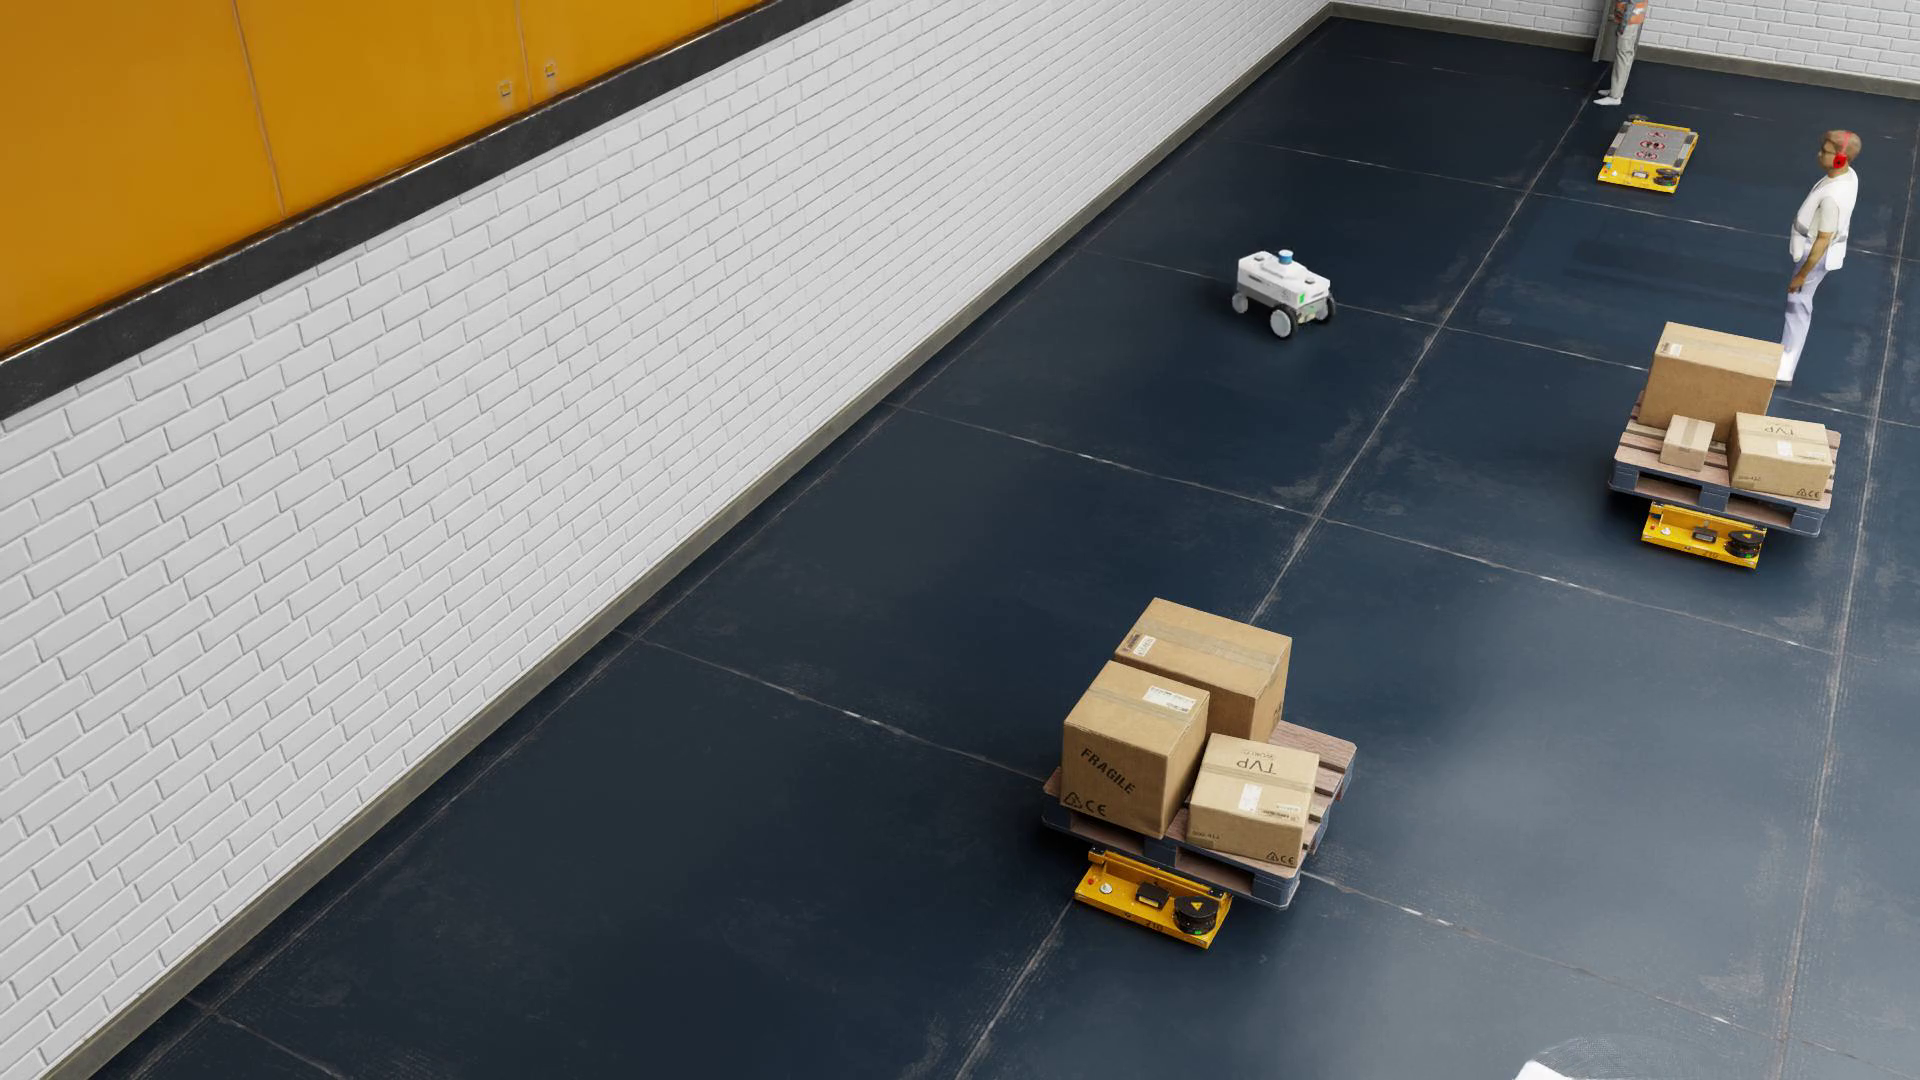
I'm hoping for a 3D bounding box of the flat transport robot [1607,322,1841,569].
[{"bbox_3d":[4.755,-0.320,10.454,0.659,0.231,1.431,17,37,23],"label":"flat transport robot"}]

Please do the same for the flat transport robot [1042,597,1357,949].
[{"bbox_3d":[1.147,1.328,8.002,0.659,0.231,1.431,17,37,23],"label":"flat transport robot"}]

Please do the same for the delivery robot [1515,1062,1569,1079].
[{"bbox_3d":[2.424,2.338,6.258,0.784,0.612,0.520,24,41,31],"label":"delivery robot"}]

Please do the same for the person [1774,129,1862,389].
[{"bbox_3d":[5.838,-1.913,11.407,0.390,1.849,0.565,16,37,23],"label":"person"}]

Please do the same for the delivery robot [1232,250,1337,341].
[{"bbox_3d":[2.429,-1.898,12.518,0.499,0.565,0.745,-23,40,-30],"label":"delivery robot"}]

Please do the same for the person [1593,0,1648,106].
[{"bbox_3d":[6.564,-5.103,16.336,0.306,1.643,0.513,16,37,23],"label":"person"}]

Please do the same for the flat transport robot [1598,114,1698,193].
[{"bbox_3d":[6.331,-3.546,15.253,0.659,0.231,1.431,17,37,23],"label":"flat transport robot"}]
